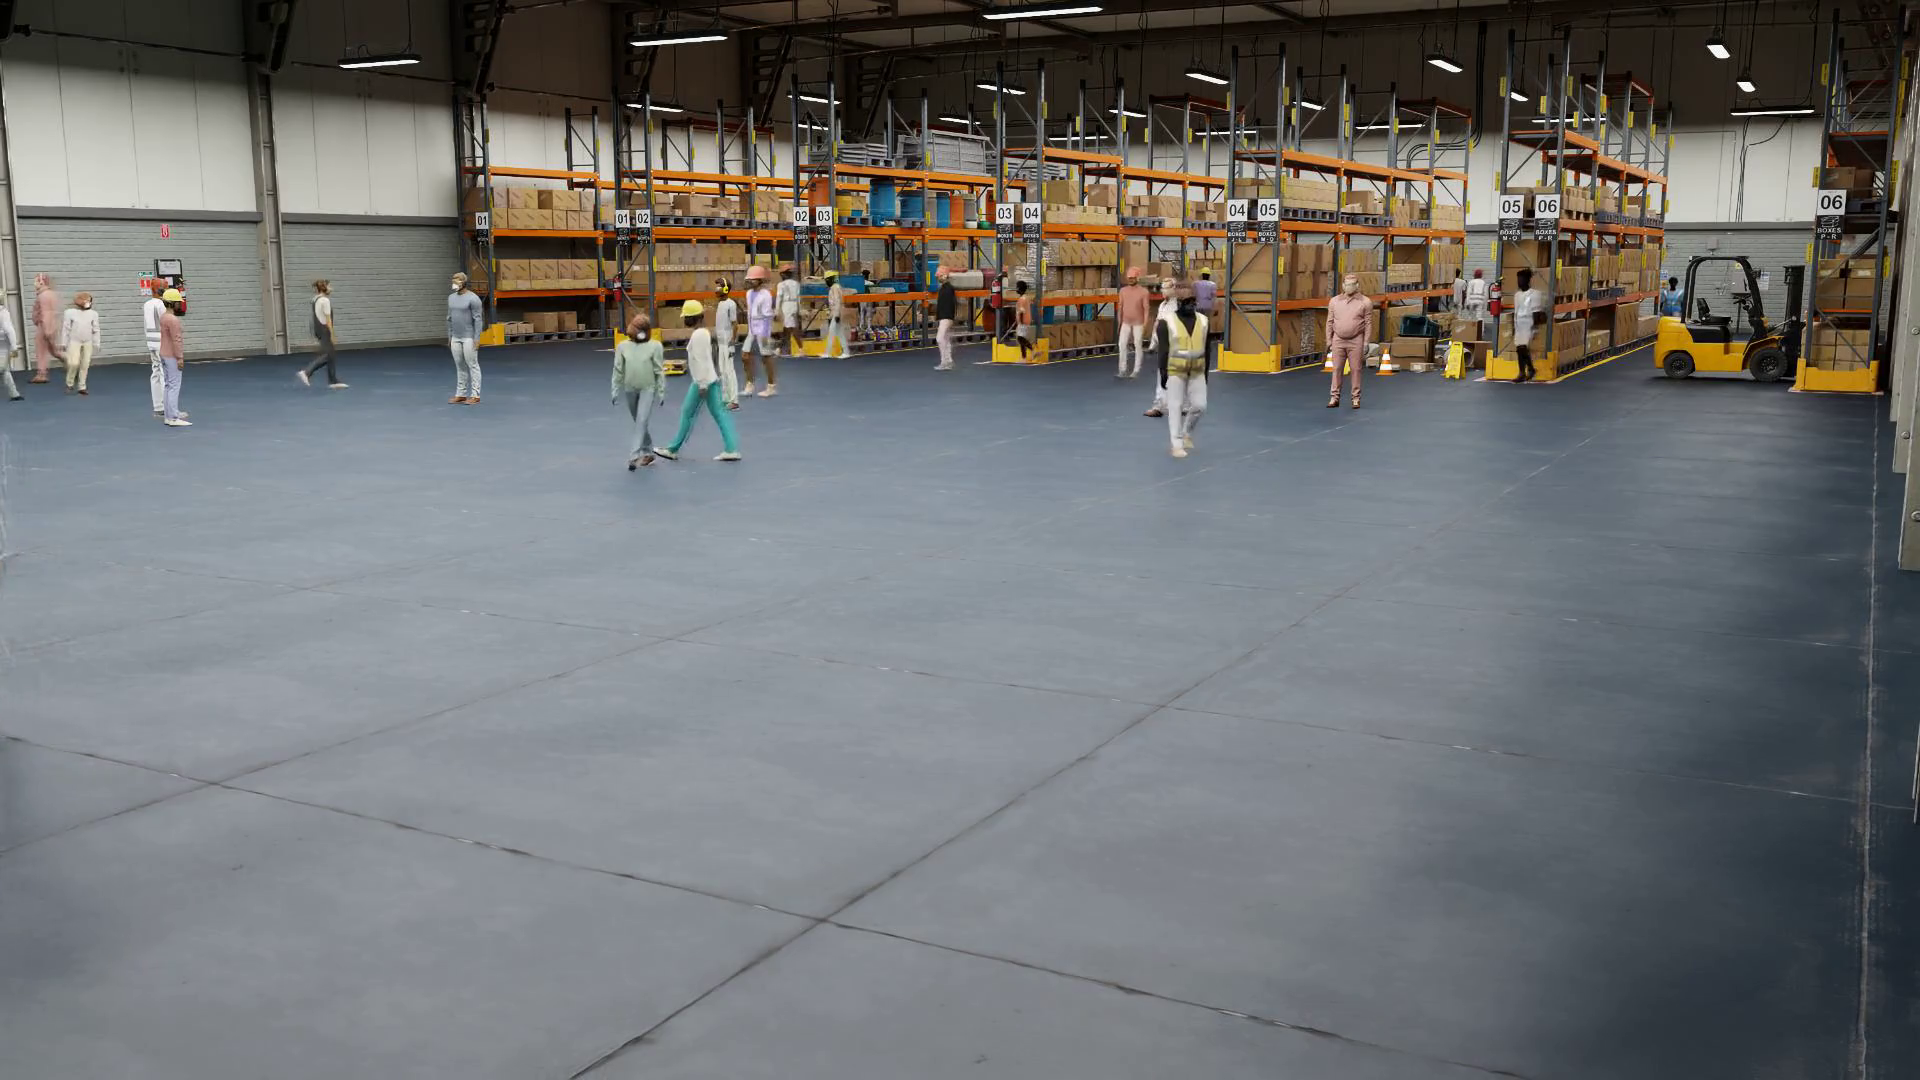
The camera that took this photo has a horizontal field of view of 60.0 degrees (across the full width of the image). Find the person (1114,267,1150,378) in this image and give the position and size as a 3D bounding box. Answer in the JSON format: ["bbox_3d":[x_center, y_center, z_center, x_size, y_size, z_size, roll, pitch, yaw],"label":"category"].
[{"bbox_3d":[3.019,-3.835,29.484,0.646,1.968,0.807,5,11,28],"label":"person"}]

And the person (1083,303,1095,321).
[{"bbox_3d":[3.397,-6.348,44.570,0.389,1.847,0.563,-7,12,-37],"label":"person"}]

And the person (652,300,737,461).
[{"bbox_3d":[-2.805,-1.673,17.592,0.932,1.705,0.560,1,10,5],"label":"person"}]

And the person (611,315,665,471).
[{"bbox_3d":[-3.289,-1.507,17.001,0.530,1.574,0.868,2,10,9],"label":"person"}]

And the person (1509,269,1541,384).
[{"bbox_3d":[9.542,-3.604,28.176,0.422,1.951,0.636,-3,10,-18],"label":"person"}]

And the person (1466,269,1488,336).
[{"bbox_3d":[13.790,-6.305,44.371,0.583,1.845,0.814,0,10,2],"label":"person"}]

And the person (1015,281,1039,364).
[{"bbox_3d":[1.300,-4.381,33.509,0.411,1.682,0.543,2,10,14],"label":"person"}]

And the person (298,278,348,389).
[{"bbox_3d":[-10.421,-3.350,27.102,0.726,1.823,0.524,-6,12,-33],"label":"person"}]

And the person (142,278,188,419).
[{"bbox_3d":[-10.716,-2.572,22.347,0.572,1.887,0.356,7,12,36],"label":"person"}]

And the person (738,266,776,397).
[{"bbox_3d":[-3.149,-3.178,25.515,0.767,2.011,0.633,-9,13,-42],"label":"person"}]

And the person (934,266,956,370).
[{"bbox_3d":[-0.374,-4.210,31.644,0.573,1.979,0.659,-3,10,-17],"label":"person"}]

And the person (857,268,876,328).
[{"bbox_3d":[-2.281,-5.691,40.649,0.514,1.876,0.328,4,11,23],"label":"person"}]

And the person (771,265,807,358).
[{"bbox_3d":[-3.704,-4.878,35.621,1.023,1.978,0.645,5,11,29],"label":"person"}]

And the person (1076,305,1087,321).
[{"bbox_3d":[3.406,-6.448,45.177,0.641,1.841,0.429,7,12,35],"label":"person"}]

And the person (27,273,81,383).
[{"bbox_3d":[-15.594,-3.627,28.512,0.793,1.883,0.650,-2,10,-12],"label":"person"}]

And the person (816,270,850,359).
[{"bbox_3d":[-2.701,-4.771,35.259,0.799,1.867,0.683,-1,10,-4],"label":"person"}]

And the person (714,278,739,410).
[{"bbox_3d":[-3.333,-2.771,23.565,0.315,1.870,0.533,-6,11,-31],"label":"person"}]

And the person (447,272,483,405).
[{"bbox_3d":[-7.274,-2.951,24.414,0.627,1.941,0.374,5,11,29],"label":"person"}]

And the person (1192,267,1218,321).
[{"bbox_3d":[5.909,-5.583,39.944,0.622,1.891,0.868,5,11,25],"label":"person"}]

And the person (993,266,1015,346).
[{"bbox_3d":[1.133,-5.667,40.305,0.611,1.938,1.038,5,11,28],"label":"person"}]

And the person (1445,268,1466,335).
[{"bbox_3d":[13.245,-6.331,44.448,0.510,1.860,0.333,2,10,11],"label":"person"}]

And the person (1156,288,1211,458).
[{"bbox_3d":[2.431,-1.807,18.038,0.625,1.833,0.447,-2,10,-14],"label":"person"}]

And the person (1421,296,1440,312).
[{"bbox_3d":[13.377,-6.852,46.958,0.989,2.000,0.709,3,10,16],"label":"person"}]

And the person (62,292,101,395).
[{"bbox_3d":[-13.763,-3.072,26.076,0.395,1.607,0.532,8,12,39],"label":"person"}]

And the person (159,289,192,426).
[{"bbox_3d":[-10.092,-2.340,21.371,0.339,1.757,0.518,-9,13,-41],"label":"person"}]

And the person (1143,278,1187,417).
[{"bbox_3d":[2.740,-2.596,22.505,0.843,1.873,0.664,-3,10,-15],"label":"person"}]

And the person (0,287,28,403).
[{"bbox_3d":[-14.148,-2.871,24.392,0.606,1.792,0.920,4,10,21],"label":"person"}]

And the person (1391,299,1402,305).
[{"bbox_3d":[11.890,-6.487,45.595,0.992,1.781,0.653,-7,12,-37],"label":"person"}]

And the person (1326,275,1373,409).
[{"bbox_3d":[5.557,-2.835,23.835,0.652,1.905,0.409,4,11,23],"label":"person"}]

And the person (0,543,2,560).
[{"bbox_3d":[-4.559,0.070,7.331,0.520,1.723,0.573,2,10,14],"label":"person"}]

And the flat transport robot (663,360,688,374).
[{"bbox_3d":[-5.416,-3.211,30.813,0.652,0.197,1.431,-1,10,-5],"label":"flat transport robot"}]

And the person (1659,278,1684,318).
[{"bbox_3d":[17.193,-5.504,40.200,0.542,1.649,0.896,5,11,29],"label":"person"}]
